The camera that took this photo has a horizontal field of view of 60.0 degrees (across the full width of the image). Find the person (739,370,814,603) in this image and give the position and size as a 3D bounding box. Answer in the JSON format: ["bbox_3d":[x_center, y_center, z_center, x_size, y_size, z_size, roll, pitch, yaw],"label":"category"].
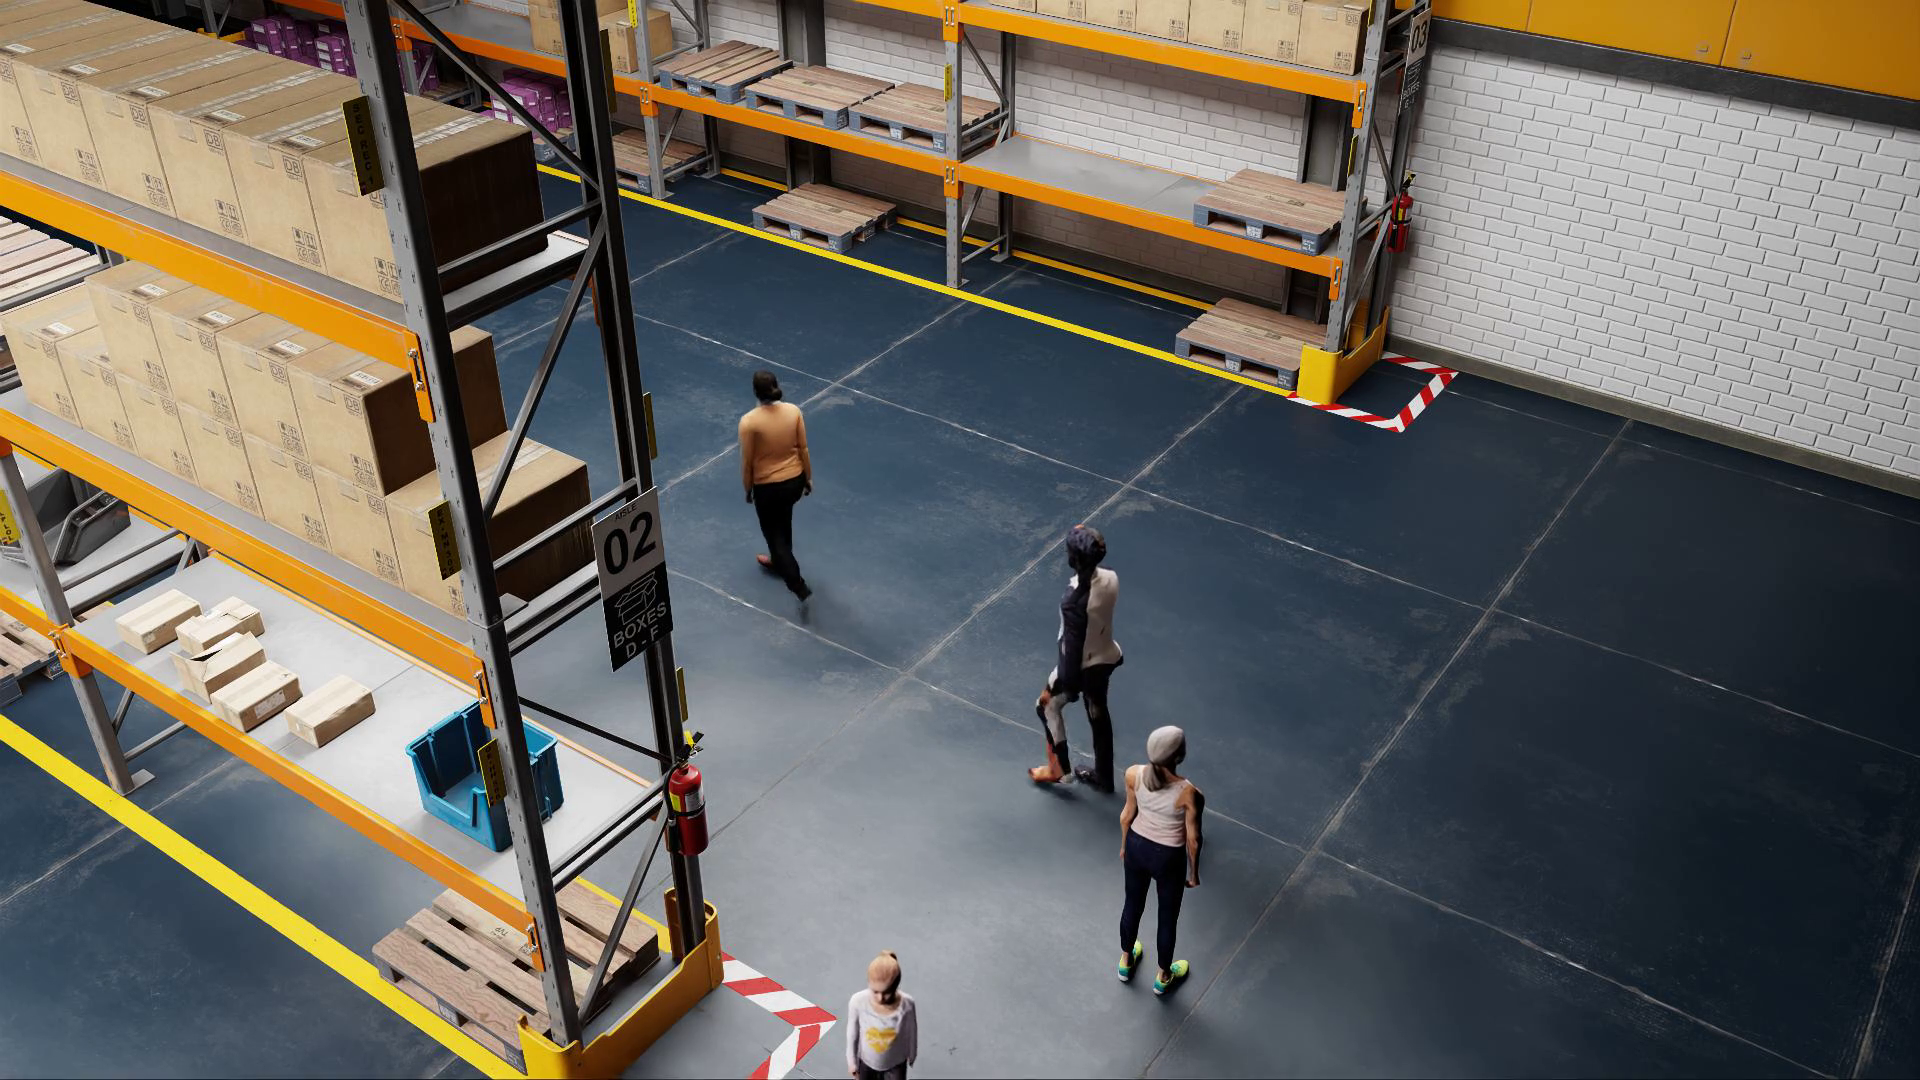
[{"bbox_3d":[-1.250,-0.346,11.685,0.846,1.726,1.129,-20,39,-27],"label":"person"}]

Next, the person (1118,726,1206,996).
[{"bbox_3d":[1.021,1.665,8.681,0.483,1.702,0.674,18,38,25],"label":"person"}]

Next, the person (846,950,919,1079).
[{"bbox_3d":[-0.364,2.413,7.952,0.774,1.265,0.764,2,34,3],"label":"person"}]

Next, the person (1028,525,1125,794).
[{"bbox_3d":[0.816,0.775,9.868,0.737,1.871,0.701,25,41,32],"label":"person"}]
